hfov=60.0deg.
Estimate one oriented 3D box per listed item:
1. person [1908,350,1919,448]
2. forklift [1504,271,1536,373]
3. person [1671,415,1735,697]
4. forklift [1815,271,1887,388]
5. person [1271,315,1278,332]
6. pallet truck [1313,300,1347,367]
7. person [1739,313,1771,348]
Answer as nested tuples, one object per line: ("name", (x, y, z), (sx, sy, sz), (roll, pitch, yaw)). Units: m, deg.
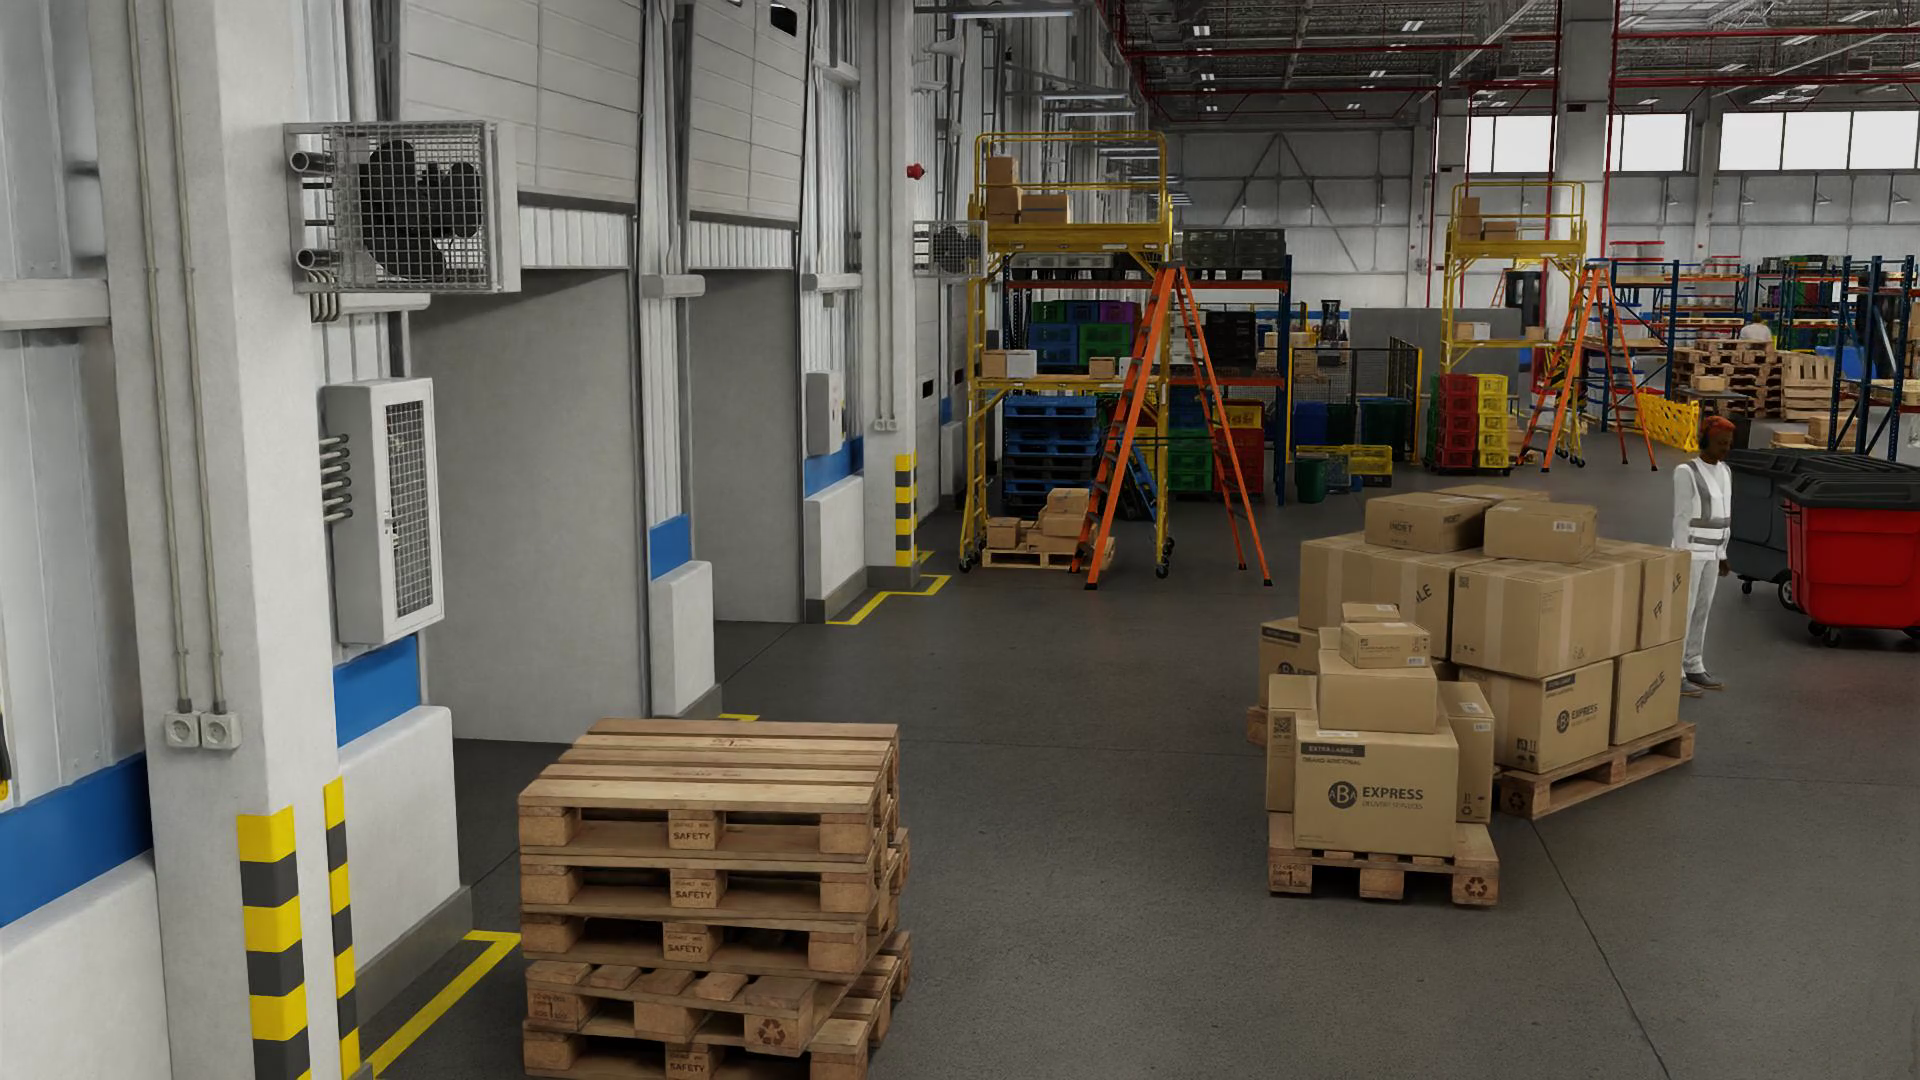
("person", (15.505, -2.342, 26.742), (0.325, 1.736, 0.487), (5, 10, 27))
("forklift", (15.262, -5.964, 45.551), (1.873, 2.768, 1.129), (-3, 10, -18))
("person", (4.988, 0.101, 11.198), (0.572, 1.887, 0.354), (-7, 11, -36))
("forklift", (20.825, -4.777, 38.230), (1.873, 2.768, 1.129), (1, 9, 9))
("person", (8.686, -5.305, 45.237), (0.856, 1.659, 0.527), (-9, 13, -44))
("pallet truck", (11.159, -6.200, 49.718), (0.823, 1.965, 1.885), (4, 10, 26))
("person", (17.952, -4.182, 37.662), (0.645, 1.881, 1.046), (1, 9, 9))
